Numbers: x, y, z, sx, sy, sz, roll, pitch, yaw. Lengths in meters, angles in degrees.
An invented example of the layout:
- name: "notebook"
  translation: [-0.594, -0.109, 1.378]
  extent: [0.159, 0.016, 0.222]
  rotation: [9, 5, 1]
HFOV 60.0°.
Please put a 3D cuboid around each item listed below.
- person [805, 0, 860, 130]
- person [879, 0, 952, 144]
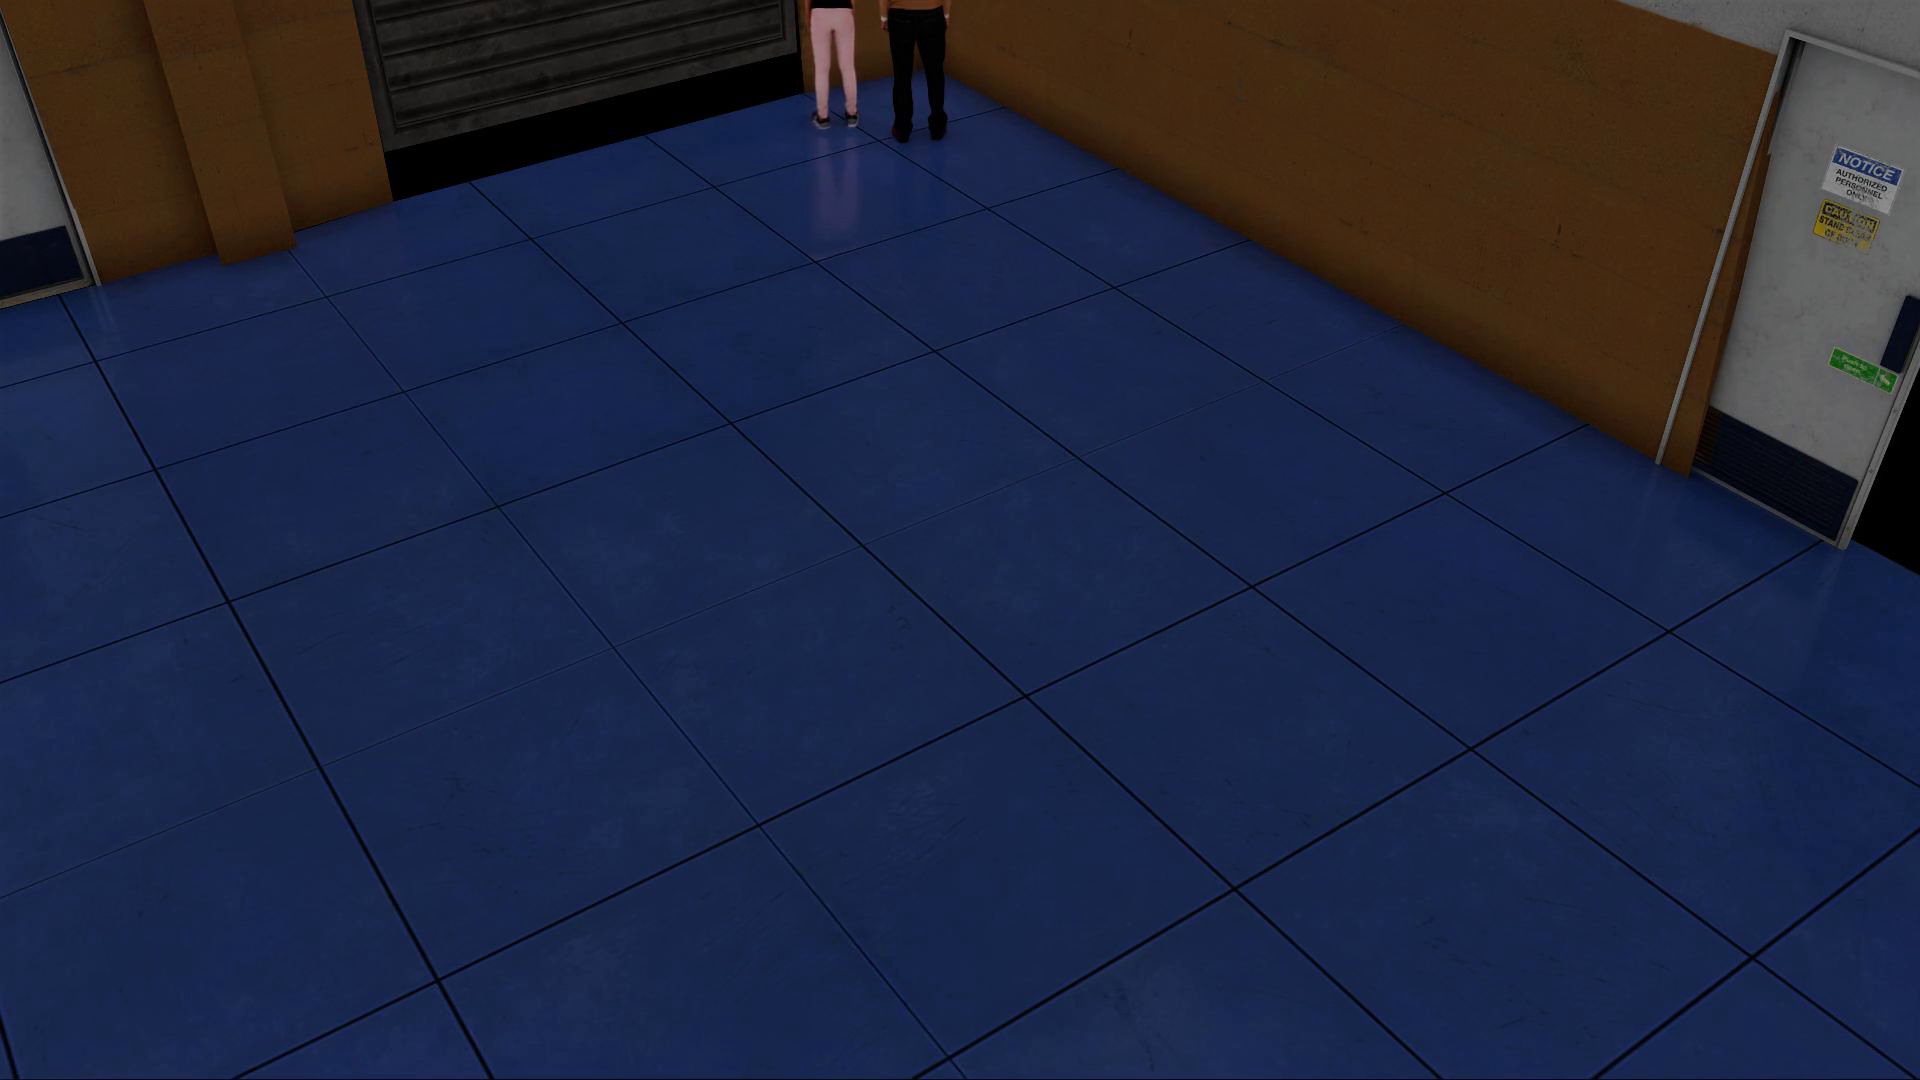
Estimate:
- name: "person"
  translation: [-0.910, -3.677, 11.746]
  extent: [0.579, 1.562, 0.664]
  rotation: [-3, 37, -5]
- name: "person"
  translation: [-0.309, -3.614, 11.515]
  extent: [0.687, 1.737, 0.808]
  rotation: [-4, 37, -6]
